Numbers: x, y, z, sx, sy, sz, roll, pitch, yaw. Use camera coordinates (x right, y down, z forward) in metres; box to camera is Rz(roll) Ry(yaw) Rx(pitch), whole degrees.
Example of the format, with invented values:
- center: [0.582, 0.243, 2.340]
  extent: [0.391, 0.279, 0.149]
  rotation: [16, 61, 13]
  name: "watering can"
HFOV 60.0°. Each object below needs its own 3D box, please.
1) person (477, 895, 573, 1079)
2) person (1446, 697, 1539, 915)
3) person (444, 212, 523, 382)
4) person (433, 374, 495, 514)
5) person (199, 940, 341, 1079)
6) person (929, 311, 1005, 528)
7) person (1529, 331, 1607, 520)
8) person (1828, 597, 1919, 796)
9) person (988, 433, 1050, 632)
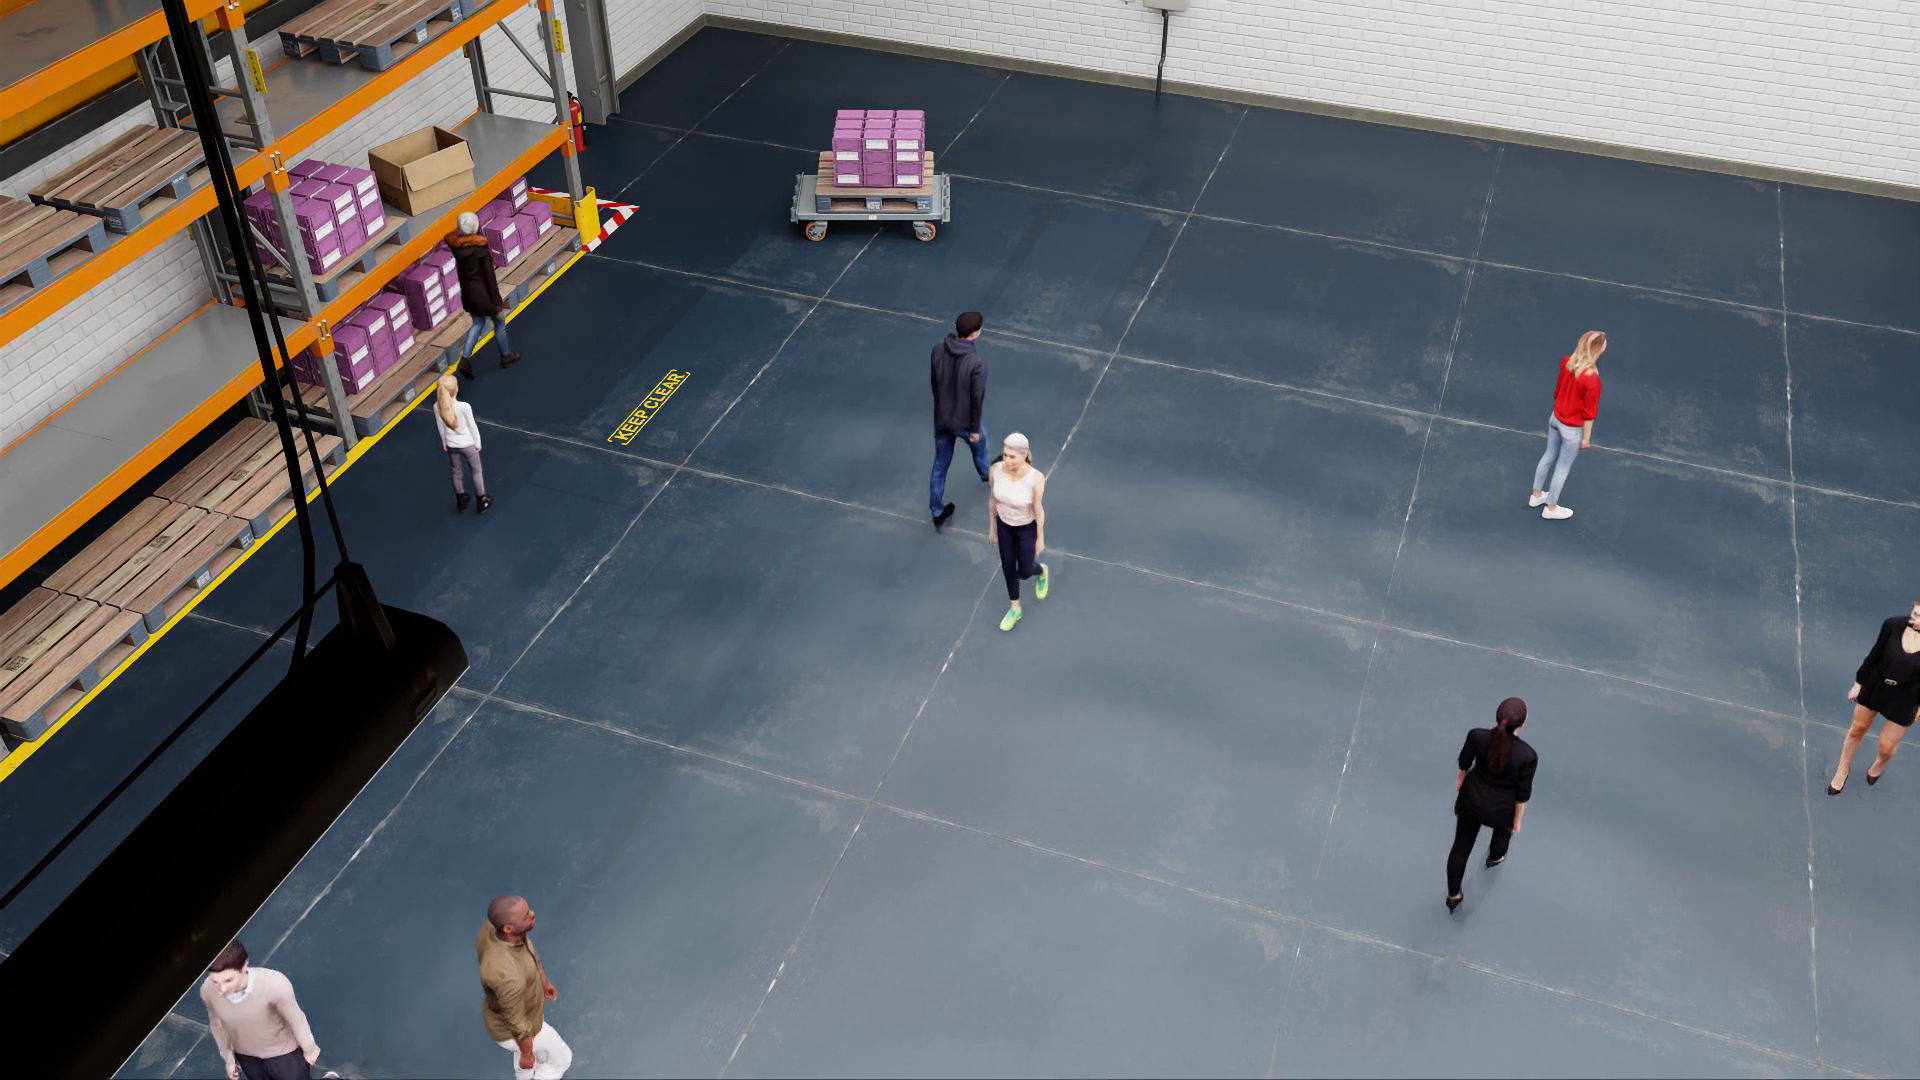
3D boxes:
- center: [-2.412, 2.546, 8.826]
  extent: [0.891, 1.812, 0.824]
  rotation: [-13, 40, -16]
  name: "person"
- center: [3.162, 1.661, 10.077]
  extent: [0.772, 1.634, 0.999]
  rotation: [23, 44, 26]
  name: "person"
- center: [-4.333, -2.161, 14.878]
  extent: [0.681, 1.614, 0.988]
  rotation: [17, 42, 21]
  name: "person"
- center: [-4.028, -0.774, 13.412]
  extent: [0.510, 1.277, 0.529]
  rotation: [6, 39, 8]
  name: "person"
- center: [-3.594, 2.619, 8.746]
  extent: [0.739, 1.798, 0.832]
  rotation: [3, 39, 3]
  name: "person"
- center: [-0.085, -0.899, 13.126]
  extent: [0.901, 1.828, 1.238]
  rotation: [23, 44, 26]
  name: "person"
- center: [4.851, -0.924, 13.257]
  extent: [0.742, 1.705, 0.655]
  rotation: [-12, 40, -15]
  name: "person"
- center: [6.067, 0.991, 10.814]
  extent: [0.721, 1.761, 0.774]
  rotation: [32, 48, 33]
  name: "person"
- center: [0.459, -0.124, 12.268]
  extent: [0.683, 1.688, 0.862]
  rotation: [20, 43, 23]
  name: "person"
